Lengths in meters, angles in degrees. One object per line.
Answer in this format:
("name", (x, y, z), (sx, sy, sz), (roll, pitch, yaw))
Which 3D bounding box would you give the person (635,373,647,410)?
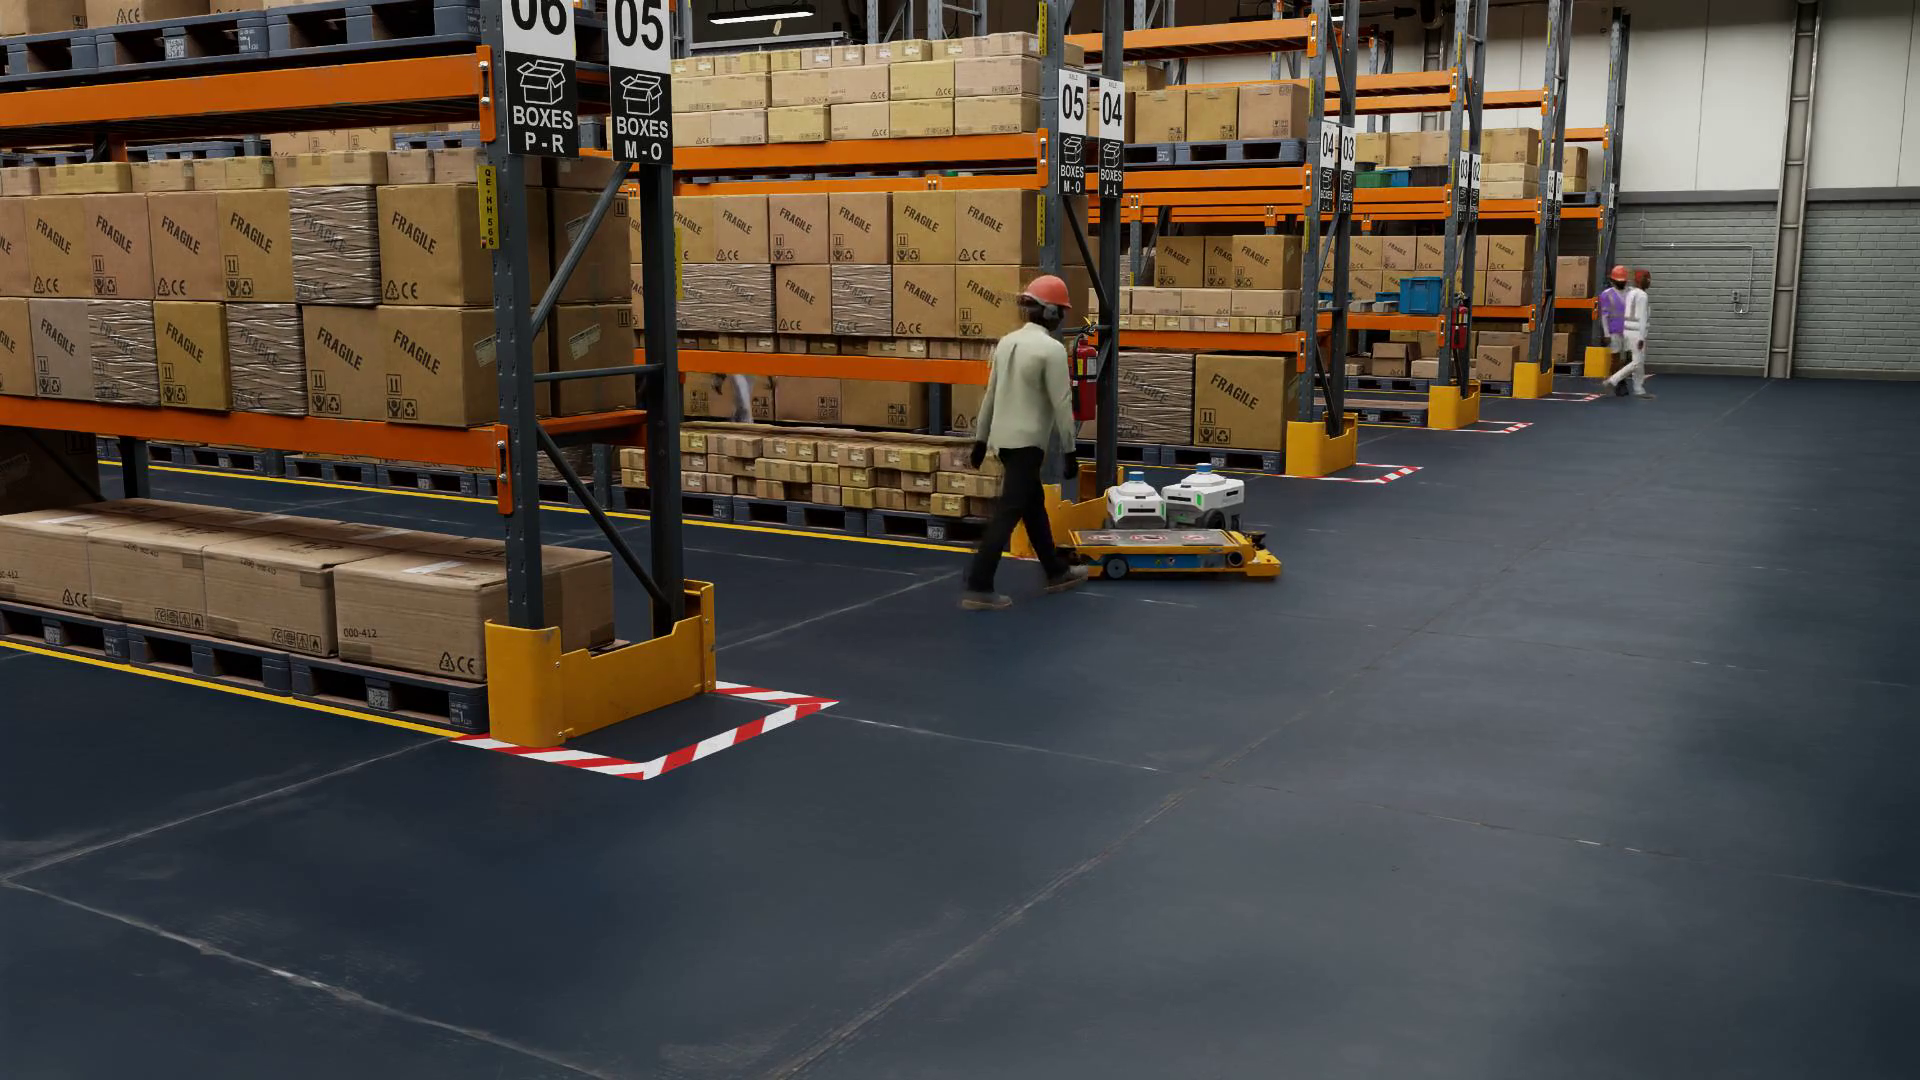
("person", (-2.992, -1.534, 15.395), (0.600, 1.902, 0.460), (-9, 13, -44))

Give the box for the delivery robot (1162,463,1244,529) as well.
("delivery robot", (1.732, -0.305, 11.838), (0.477, 0.478, 0.707), (7, 12, 36))

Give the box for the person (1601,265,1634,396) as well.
("person", (9.544, -3.017, 24.042), (0.593, 1.902, 0.441), (-1, 10, -3))

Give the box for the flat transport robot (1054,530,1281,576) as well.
("flat transport robot", (1.293, 0.076, 10.710), (1.431, 0.197, 0.652), (0, 10, -1))

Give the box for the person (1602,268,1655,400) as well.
("person", (9.425, -2.868, 23.332), (0.705, 1.860, 0.603), (1, 10, 3))

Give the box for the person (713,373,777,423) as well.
("person", (-2.007, -1.589, 15.909), (0.555, 1.821, 0.946), (-10, 14, -44))

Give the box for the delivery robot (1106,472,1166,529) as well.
("delivery robot", (1.200, -0.224, 11.367), (0.477, 0.478, 0.707), (0, 10, -1))

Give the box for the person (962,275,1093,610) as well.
("person", (0.399, -0.573, 9.721), (1.050, 1.920, 0.658), (-6, 11, -30))
